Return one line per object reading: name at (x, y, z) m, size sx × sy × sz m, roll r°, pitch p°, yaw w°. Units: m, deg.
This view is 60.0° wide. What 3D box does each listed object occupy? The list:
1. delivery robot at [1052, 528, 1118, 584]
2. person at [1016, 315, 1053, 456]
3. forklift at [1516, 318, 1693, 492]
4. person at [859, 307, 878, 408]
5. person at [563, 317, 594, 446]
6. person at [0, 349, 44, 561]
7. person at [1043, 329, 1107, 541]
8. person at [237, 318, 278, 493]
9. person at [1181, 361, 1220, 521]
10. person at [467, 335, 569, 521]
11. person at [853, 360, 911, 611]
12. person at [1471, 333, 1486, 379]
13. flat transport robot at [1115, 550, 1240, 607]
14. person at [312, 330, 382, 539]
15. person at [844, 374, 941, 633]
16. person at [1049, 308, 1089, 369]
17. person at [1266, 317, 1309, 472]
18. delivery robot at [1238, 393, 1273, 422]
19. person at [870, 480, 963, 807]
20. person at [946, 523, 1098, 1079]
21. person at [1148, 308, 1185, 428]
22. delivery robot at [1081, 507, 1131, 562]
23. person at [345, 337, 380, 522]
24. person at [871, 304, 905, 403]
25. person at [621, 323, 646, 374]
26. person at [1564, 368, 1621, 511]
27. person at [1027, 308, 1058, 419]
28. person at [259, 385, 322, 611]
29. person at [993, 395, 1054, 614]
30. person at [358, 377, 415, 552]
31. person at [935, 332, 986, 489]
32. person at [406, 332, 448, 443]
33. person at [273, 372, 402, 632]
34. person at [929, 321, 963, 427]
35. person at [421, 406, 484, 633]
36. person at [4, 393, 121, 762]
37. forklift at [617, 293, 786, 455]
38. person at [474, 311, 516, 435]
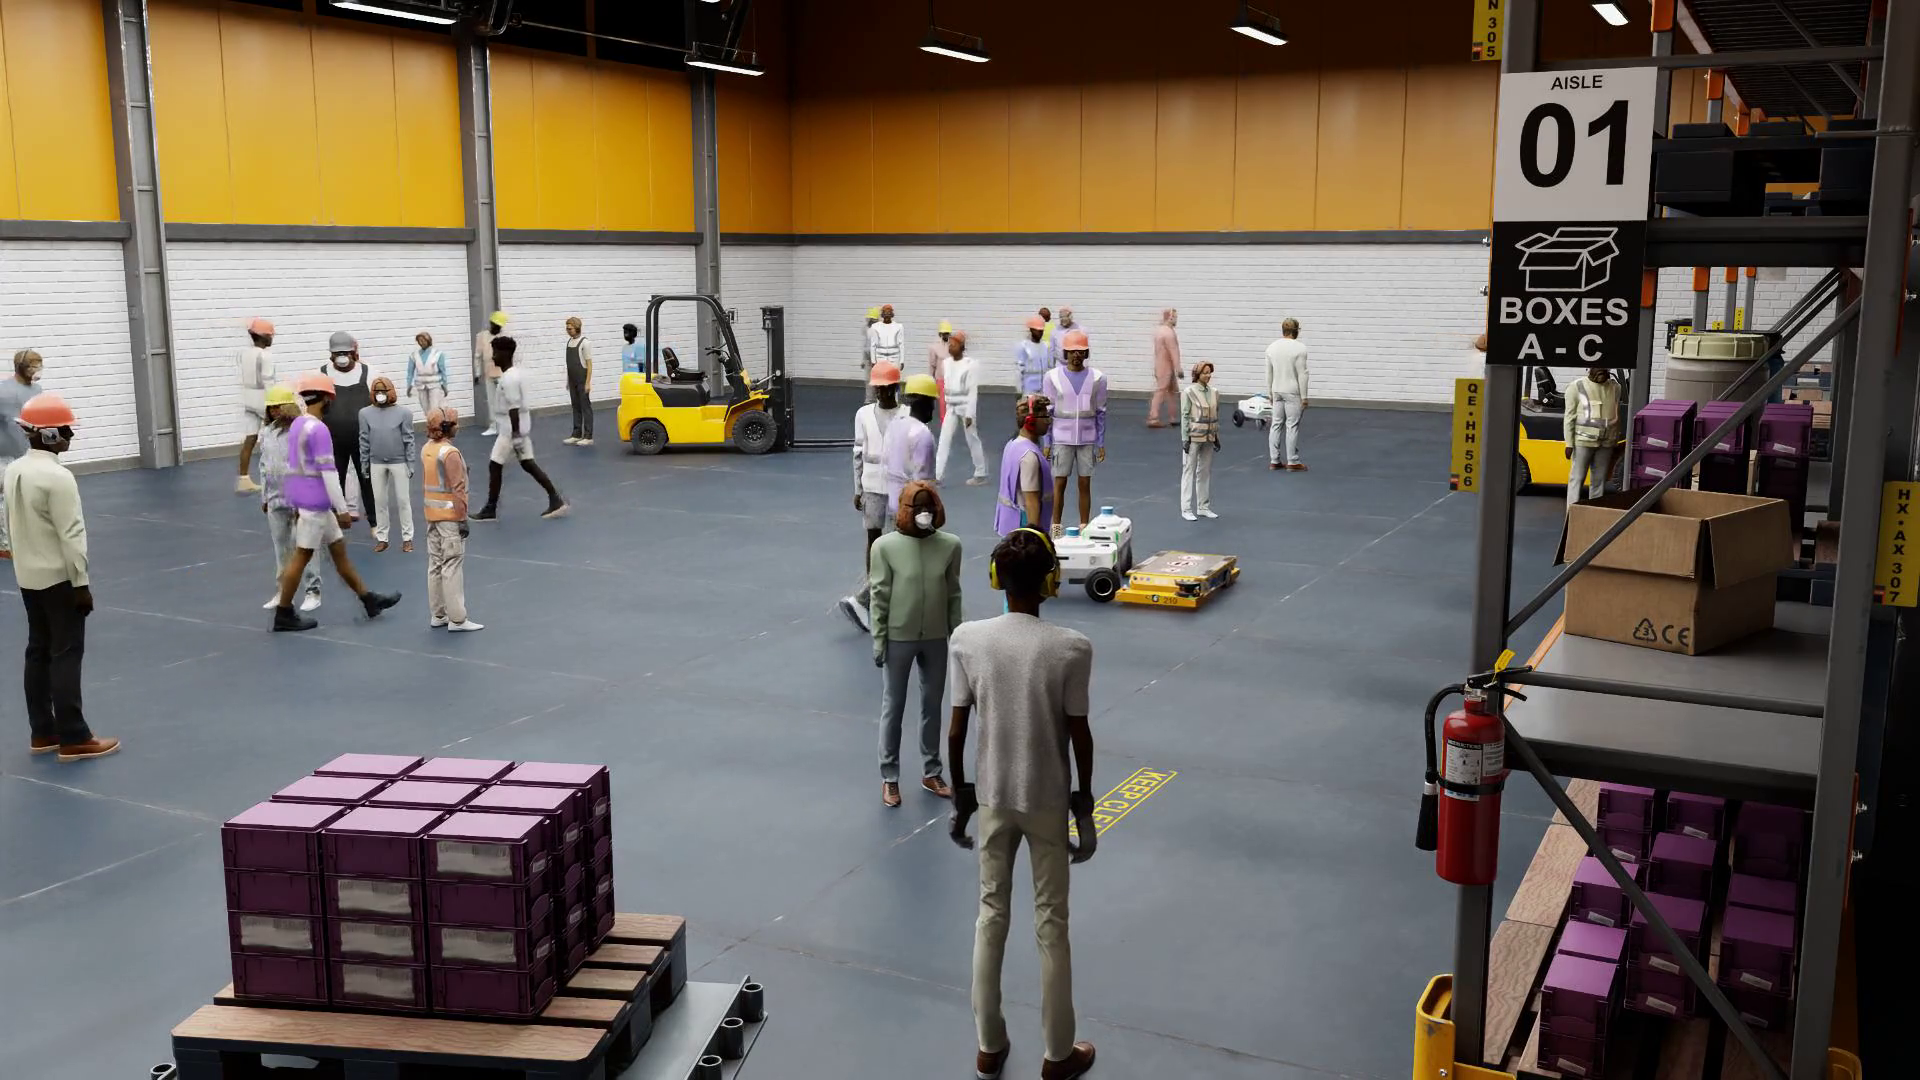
delivery robot at (0.893, 0.145, 13.264) m, size 0.707 × 0.478 × 0.477 m, roll 0°, pitch 10°, yaw 1°
person at (1.022, -2.053, 22.316) m, size 0.545 × 1.925 × 0.411 m, roll -7°, pitch 12°, yaw -35°
forklift at (7.066, -1.601, 18.899) m, size 2.313 × 2.155 × 1.214 m, roll 5°, pitch 11°, yaw 27°
person at (-1.527, -3.168, 29.112) m, size 0.612 × 1.801 × 0.434 m, roll 7°, pitch 12°, yaw 37°
person at (-5.451, -2.263, 23.762) m, size 0.507 × 1.839 × 0.351 m, roll 9°, pitch 13°, yaw 41°
person at (-8.246, -0.741, 14.786) m, size 0.830 × 1.898 × 0.635 m, roll 0°, pitch 10°, yaw 3°
person at (1.067, -0.930, 15.451) m, size 0.608 × 2.044 × 0.372 m, roll -1°, pitch 10°, yaw -6°
person at (-7.973, -1.559, 19.239) m, size 0.614 × 1.995 × 1.017 m, roll 6°, pitch 11°, yaw 31°
person at (2.475, -1.026, 17.162) m, size 0.514 × 1.645 × 0.308 m, roll -7°, pitch 12°, yaw -36°
person at (-4.542, -1.145, 17.064) m, size 0.995 × 1.925 × 0.611 m, roll -1°, pitch 10°, yaw -5°
person at (-0.559, -0.402, 12.703) m, size 0.542 × 1.938 × 0.357 m, roll 2°, pitch 10°, yaw 12°
person at (7.353, -2.111, 23.507) m, size 0.393 × 1.618 × 0.523 m, roll -1°, pitch 10°, yaw -4°
flat transport robot at (1.784, 0.297, 13.472) m, size 0.652 × 0.197 × 1.431 m, roll 4°, pitch 11°, yaw 22°
person at (-5.820, -0.996, 15.842) m, size 0.701 × 2.000 × 0.536 m, roll -4°, pitch 11°, yaw -21°
person at (-0.409, -0.244, 11.925) m, size 0.793 × 1.891 × 0.598 m, roll -5°, pitch 11°, yaw -28°
person at (1.771, -2.836, 27.055) m, size 0.651 × 1.863 × 0.964 m, roll 1°, pitch 10°, yaw 4°
person at (4.125, -1.826, 20.939) m, size 0.371 × 1.941 × 0.627 m, roll -8°, pitch 13°, yaw -40°
delivery robot at (4.662, -2.064, 26.049) m, size 0.477 × 0.478 × 0.707 m, roll -4°, pitch 10°, yaw -19°
person at (-0.212, 0.506, 8.322) m, size 0.498 × 1.634 × 0.278 m, roll -4°, pitch 11°, yaw -23°
person at (0.205, 0.874, 5.505) m, size 0.521 × 1.873 × 0.335 m, roll 4°, pitch 10°, yaw 21°
person at (3.349, -2.687, 26.132) m, size 0.855 × 1.874 × 0.659 m, roll -1°, pitch 10°, yaw -4°
delivery robot at (1.265, -0.043, 14.351) m, size 0.477 × 0.478 × 0.707 m, roll 2°, pitch 10°, yaw 14°
person at (-6.243, -1.143, 17.083) m, size 0.403 × 1.905 × 0.651 m, roll 6°, pitch 12°, yaw 33°
person at (-1.228, -3.060, 28.276) m, size 0.574 × 1.878 × 0.349 m, roll -1°, pitch 10°, yaw -3°
person at (-4.968, -2.497, 25.569) m, size 0.540 × 1.677 × 0.572 m, roll 9°, pitch 13°, yaw 41°
person at (6.196, -0.966, 16.270) m, size 0.600 × 1.831 × 0.404 m, roll -2°, pitch 10°, yaw -12°
person at (1.402, -2.926, 27.589) m, size 0.626 × 1.846 × 0.429 m, roll -1°, pitch 10°, yaw -6°
person at (-5.168, -0.320, 12.790) m, size 0.487 × 1.744 × 0.296 m, roll 2°, pitch 10°, yaw 14°
person at (0.420, -0.012, 10.702) m, size 0.389 × 1.847 × 0.563 m, roll -2°, pitch 10°, yaw -10°
person at (-5.252, -0.690, 15.274) m, size 0.501 × 1.626 × 0.282 m, roll -1°, pitch 10°, yaw -4°
person at (-0.029, -1.502, 19.418) m, size 0.593 × 1.821 × 0.998 m, roll 9°, pitch 13°, yaw 42°
person at (-7.616, -2.136, 23.667) m, size 0.550 × 1.606 × 0.754 m, roll 1°, pitch 10°, yaw 3°
person at (-4.625, -0.289, 12.204) m, size 0.971 × 1.869 × 0.560 m, roll -6°, pitch 12°, yaw -32°
person at (-0.211, -2.431, 25.033) m, size 0.520 × 1.736 × 0.835 m, roll -2°, pitch 10°, yaw -12°
person at (-3.728, -0.147, 12.087) m, size 0.309 × 1.641 × 0.511 m, roll -9°, pitch 14°, yaw -43°
person at (-4.910, 0.201, 9.046) m, size 0.623 × 1.992 × 0.397 m, roll 7°, pitch 12°, yaw 34°
forklift at (-3.588, -2.317, 23.042) m, size 2.313 × 2.155 × 1.214 m, roll -1°, pitch 10°, yaw -5°
person at (-6.945, -2.488, 24.923) m, size 0.675 × 1.890 × 0.515 m, roll 1°, pitch 10°, yaw 6°
